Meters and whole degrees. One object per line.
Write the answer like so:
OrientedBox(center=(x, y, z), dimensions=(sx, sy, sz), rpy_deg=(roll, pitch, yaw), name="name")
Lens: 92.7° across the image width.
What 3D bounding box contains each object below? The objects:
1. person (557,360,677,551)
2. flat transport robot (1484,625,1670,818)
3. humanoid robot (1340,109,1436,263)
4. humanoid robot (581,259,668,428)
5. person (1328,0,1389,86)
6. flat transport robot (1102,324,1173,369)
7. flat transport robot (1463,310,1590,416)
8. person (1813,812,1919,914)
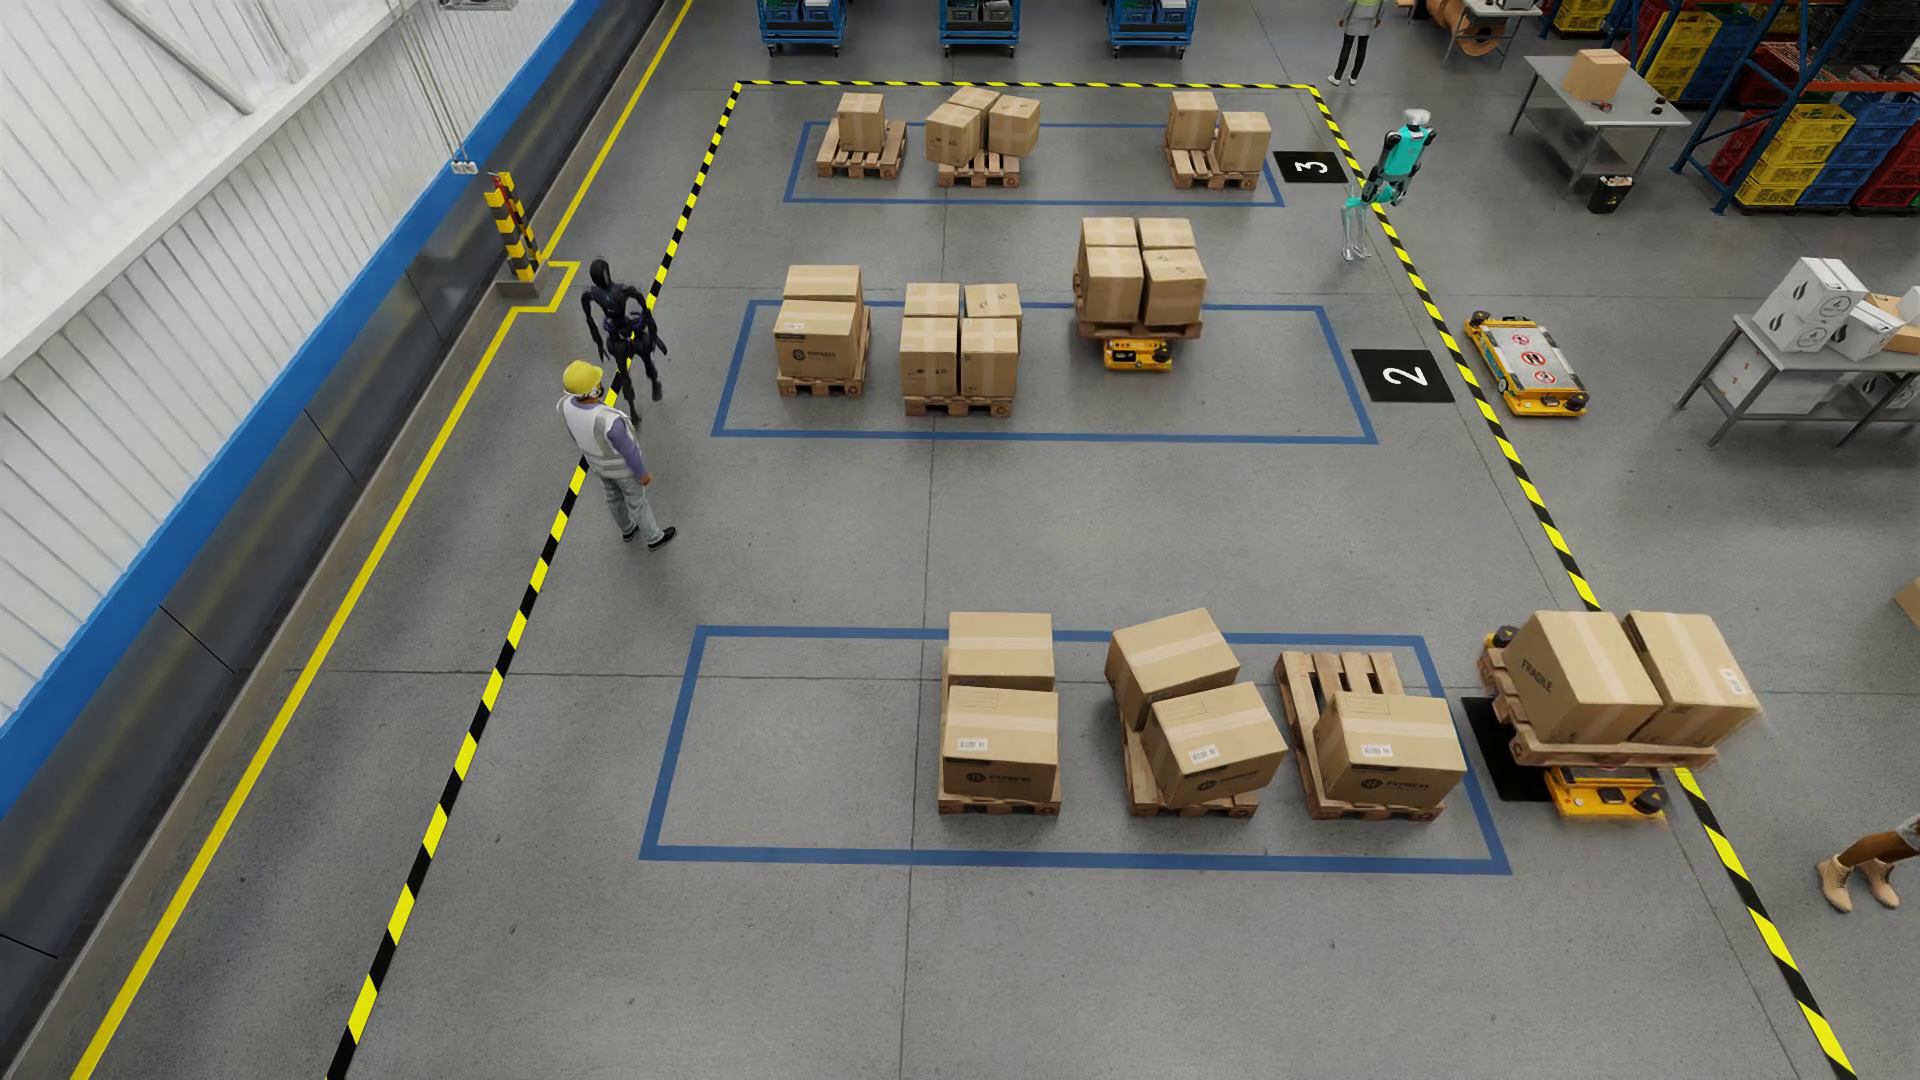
OrientedBox(center=(-2.639, -0.622, 7.034), dimensions=(0.589, 1.837, 0.404), rpy_deg=(21, 52, 17), name="person")
OrientedBox(center=(4.304, 1.236, 6.445), dimensions=(0.652, 0.197, 1.431), rpy_deg=(1, 49, 1), name="flat transport robot")
OrientedBox(center=(4.456, -3.825, 9.881), dimensions=(0.537, 1.800, 0.800), rpy_deg=(-11, 50, -9), name="humanoid robot")
OrientedBox(center=(-2.956, -1.778, 8.166), dimensions=(0.613, 1.622, 0.756), rpy_deg=(-7, 50, -6), name="humanoid robot")
OrientedBox(center=(5.648, -7.380, 12.874), dimensions=(0.598, 1.850, 0.385), rpy_deg=(-1, 49, -1), name="person")
OrientedBox(center=(1.784, -2.300, 9.506), dimensions=(0.652, 0.197, 1.431), rpy_deg=(1, 49, 1), name="flat transport robot")
OrientedBox(center=(5.573, -1.757, 9.054), dimensions=(0.659, 0.231, 1.431), rpy_deg=(1, 49, 1), name="flat transport robot")
OrientedBox(center=(5.666, 1.540, 5.034), dimensions=(0.607, 2.035, 0.400), rpy_deg=(-1, 49, -1), name="person")
